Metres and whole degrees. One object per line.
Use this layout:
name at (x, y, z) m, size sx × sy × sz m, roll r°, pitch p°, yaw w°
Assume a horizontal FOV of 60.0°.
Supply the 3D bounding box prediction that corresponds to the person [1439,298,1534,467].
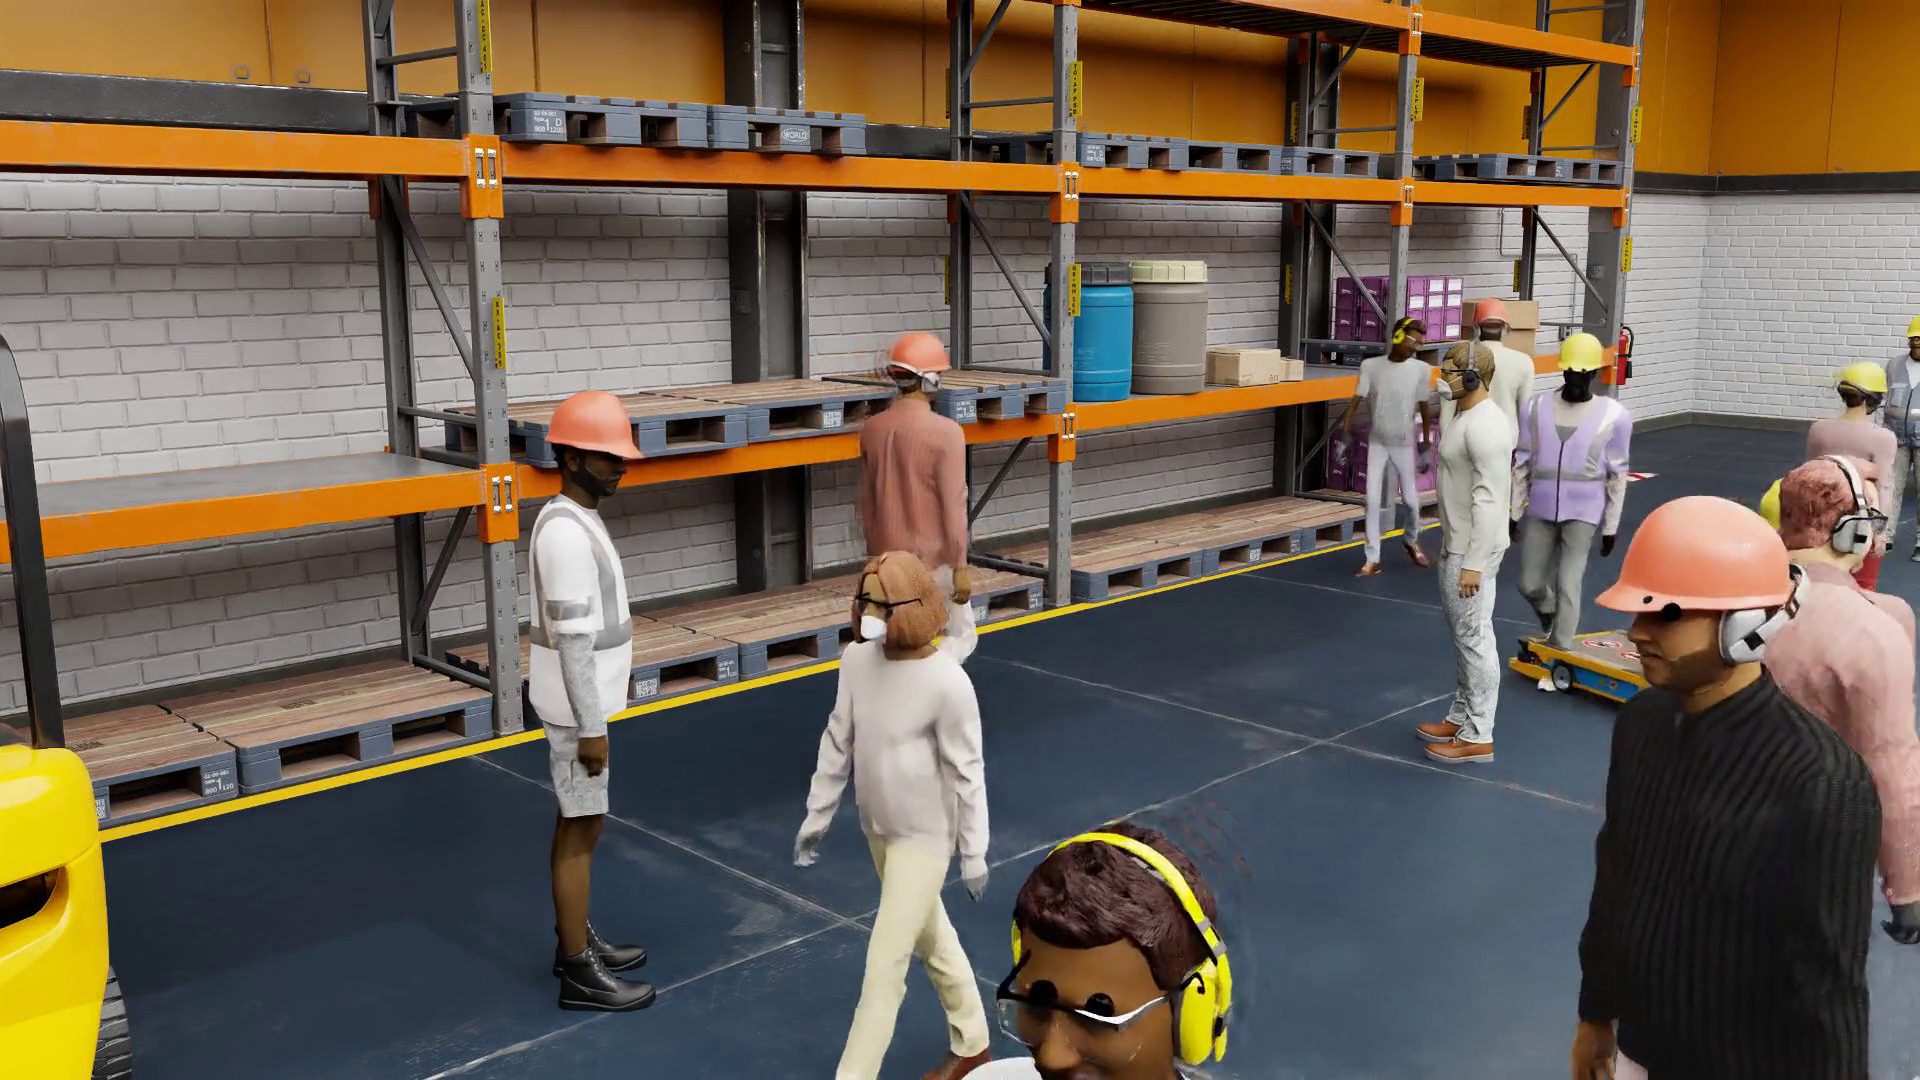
person at (3.635, -0.677, 11.501) m, size 0.633 × 1.977 × 0.453 m, roll 3°, pitch 11°, yaw 15°

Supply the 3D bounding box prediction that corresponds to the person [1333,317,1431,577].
person at (3.032, -0.675, 11.891) m, size 0.704 × 1.841 × 0.670 m, roll 4°, pitch 11°, yaw 19°

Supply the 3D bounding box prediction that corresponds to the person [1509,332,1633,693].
person at (3.249, -0.161, 8.881) m, size 0.606 × 1.905 × 0.569 m, roll 8°, pitch 13°, yaw 36°

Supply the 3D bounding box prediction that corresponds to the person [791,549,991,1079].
person at (-0.203, 0.816, 4.431) m, size 0.858 × 1.590 × 0.506 m, roll -8°, pitch 13°, yaw -37°

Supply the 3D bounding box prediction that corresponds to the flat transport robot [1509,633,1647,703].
flat transport robot at (3.592, 0.710, 8.602) m, size 0.652 × 0.197 × 1.431 m, roll -4°, pitch 11°, yaw -23°

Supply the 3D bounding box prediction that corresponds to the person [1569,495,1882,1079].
person at (1.306, 0.900, 2.891) m, size 0.507 × 1.978 × 0.650 m, roll -2°, pitch 11°, yaw -10°

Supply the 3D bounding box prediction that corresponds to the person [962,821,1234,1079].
person at (0.220, 1.180, 1.838) m, size 0.539 × 1.828 × 0.967 m, roll 6°, pitch 12°, yaw 30°

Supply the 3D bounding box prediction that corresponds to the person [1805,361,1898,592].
person at (4.699, -0.085, 8.939) m, size 0.641 × 1.751 × 0.527 m, roll -5°, pitch 11°, yaw -25°

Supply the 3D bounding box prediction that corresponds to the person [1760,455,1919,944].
person at (2.104, 0.728, 4.091) m, size 0.646 × 1.882 × 0.664 m, roll -3°, pitch 11°, yaw -14°

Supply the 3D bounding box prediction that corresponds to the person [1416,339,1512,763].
person at (2.330, 0.054, 7.629) m, size 0.355 × 1.938 × 0.634 m, roll 2°, pitch 11°, yaw 10°

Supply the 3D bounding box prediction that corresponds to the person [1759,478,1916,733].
person at (2.372, 0.701, 4.651) m, size 0.542 × 1.733 × 0.744 m, roll 5°, pitch 11°, yaw 23°

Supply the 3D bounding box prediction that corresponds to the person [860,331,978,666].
person at (-0.186, 0.066, 7.427) m, size 0.639 × 1.983 × 0.441 m, roll 9°, pitch 14°, yaw 41°

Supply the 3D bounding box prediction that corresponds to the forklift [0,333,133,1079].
forklift at (-3.289, 0.485, 4.582) m, size 1.214 × 2.155 × 2.313 m, roll -10°, pitch 14°, yaw -44°

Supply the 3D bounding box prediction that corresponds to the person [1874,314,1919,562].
person at (7.081, -0.757, 12.342) m, size 0.404 × 1.833 × 0.592 m, roll -9°, pitch 14°, yaw -41°

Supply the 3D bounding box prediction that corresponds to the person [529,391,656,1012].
person at (-1.155, 0.500, 5.216) m, size 0.376 × 1.931 × 0.542 m, roll -2°, pitch 11°, yaw -12°
